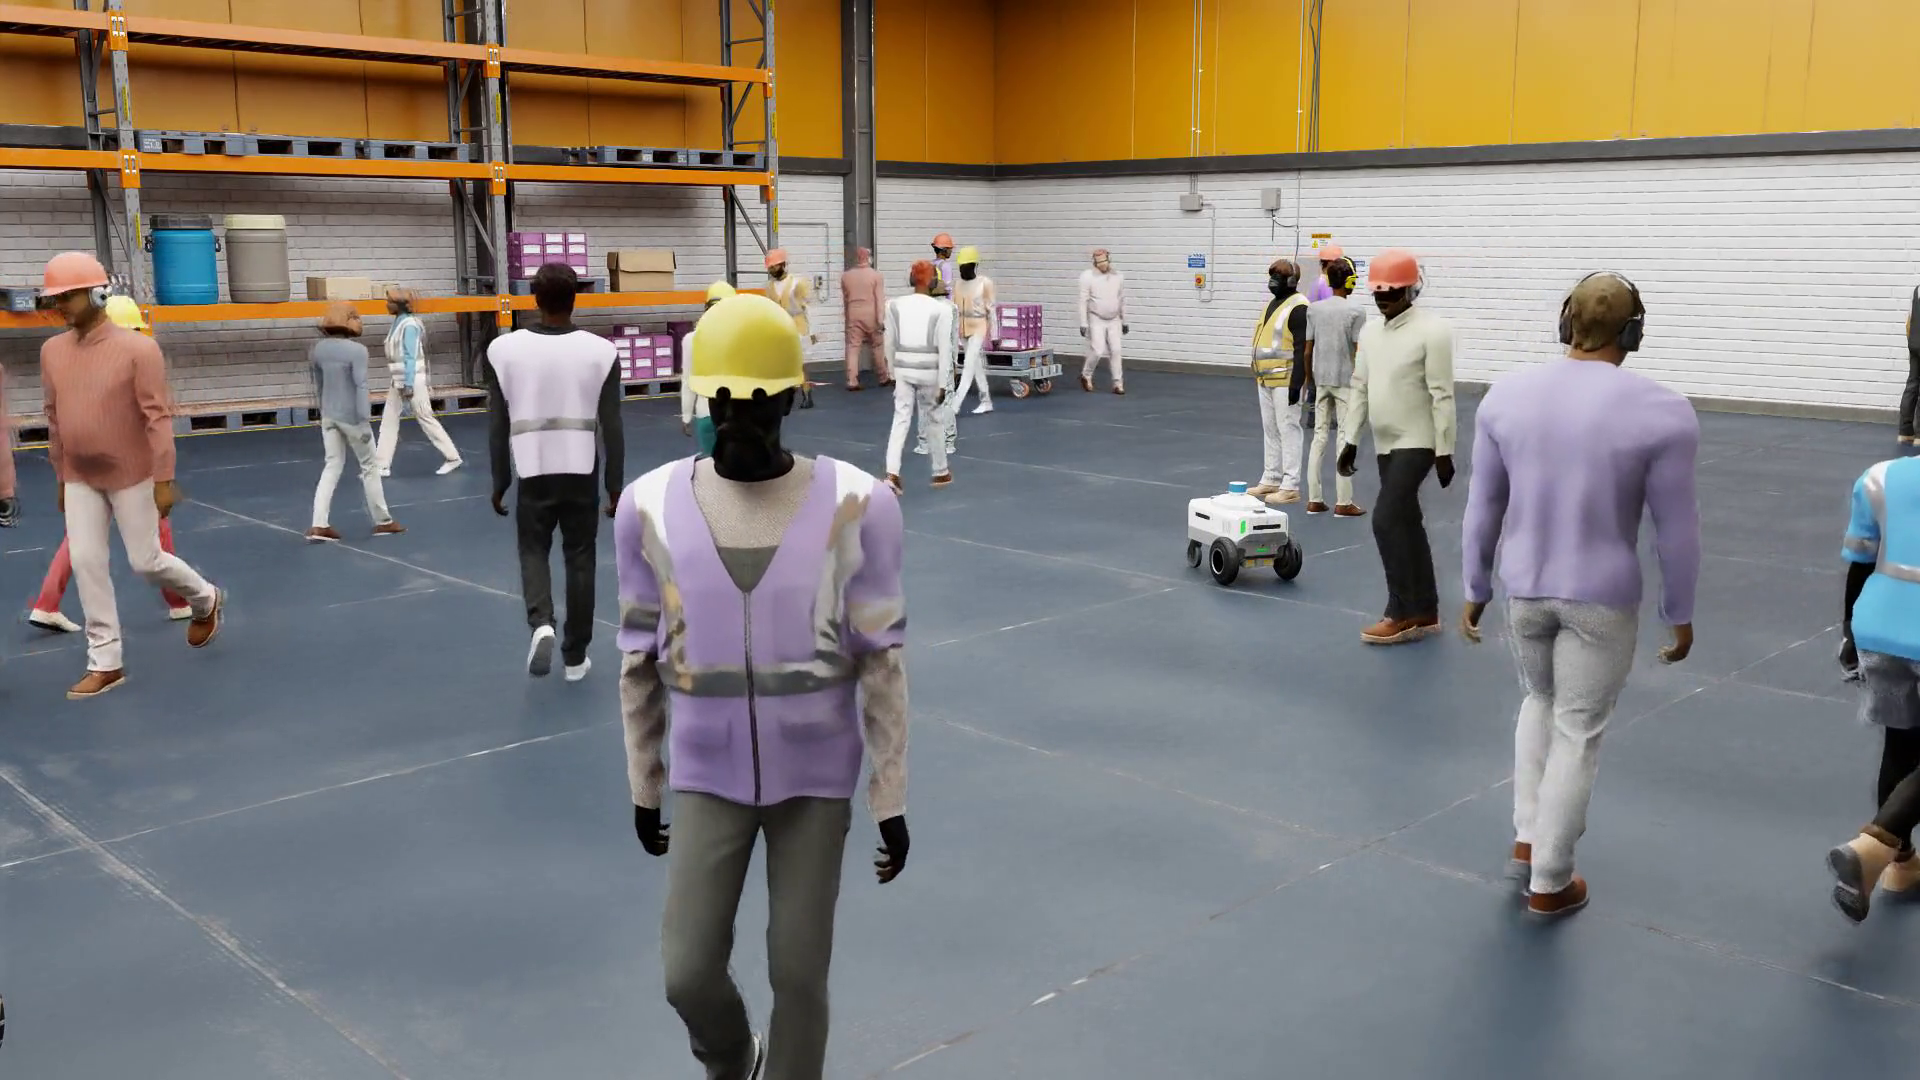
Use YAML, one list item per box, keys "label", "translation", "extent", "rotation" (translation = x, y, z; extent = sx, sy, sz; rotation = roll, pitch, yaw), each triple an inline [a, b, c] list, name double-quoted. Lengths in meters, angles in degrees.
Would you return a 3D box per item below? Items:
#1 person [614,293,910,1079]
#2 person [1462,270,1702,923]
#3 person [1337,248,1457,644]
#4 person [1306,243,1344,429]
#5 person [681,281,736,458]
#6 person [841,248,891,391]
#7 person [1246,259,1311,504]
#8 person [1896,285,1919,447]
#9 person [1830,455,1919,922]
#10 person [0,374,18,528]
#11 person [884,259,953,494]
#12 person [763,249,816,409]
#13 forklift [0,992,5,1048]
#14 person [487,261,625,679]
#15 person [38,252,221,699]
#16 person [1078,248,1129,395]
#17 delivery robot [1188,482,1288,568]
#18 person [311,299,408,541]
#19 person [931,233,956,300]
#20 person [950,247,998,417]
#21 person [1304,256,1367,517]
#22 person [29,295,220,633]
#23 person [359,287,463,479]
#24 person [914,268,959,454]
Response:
- label: "person"
  translation: [-0.393, 0.465, 3.359]
  extent: [0.599, 1.911, 0.421]
  rotation: [0, 10, 0]
- label: "person"
  translation: [1.855, 0.169, 4.959]
  extent: [0.663, 1.916, 0.578]
  rotation: [10, 14, 42]
- label: "person"
  translation: [2.157, -0.471, 8.342]
  extent: [0.696, 1.951, 0.606]
  rotation: [-3, 11, -17]
- label: "person"
  translation: [3.858, -2.131, 17.453]
  extent: [0.377, 1.933, 0.551]
  rotation: [1, 10, 6]
- label: "person"
  translation: [-1.559, -0.852, 11.076]
  extent: [0.552, 1.716, 0.920]
  rotation: [0, 10, -1]
- label: "person"
  translation: [-1.232, -2.901, 21.879]
  extent: [0.655, 1.846, 0.973]
  rotation: [4, 11, 22]
- label: "person"
  translation: [2.427, -1.205, 12.651]
  extent: [0.429, 1.846, 0.630]
  rotation: [-3, 11, -16]
- label: "person"
  translation: [9.287, -1.812, 15.958]
  extent: [0.330, 1.844, 0.520]
  rotation: [-1, 10, -4]
- label: "person"
  translation: [2.784, 0.309, 4.849]
  extent: [0.671, 1.670, 0.536]
  rotation: [-6, 12, -30]
- label: "person"
  translation: [-4.468, -0.209, 7.130]
  extent: [0.673, 1.876, 0.635]
  rotation: [6, 12, 28]
- label: "person"
  translation: [-0.344, -1.286, 13.131]
  extent: [0.588, 1.844, 0.983]
  rotation: [3, 11, 18]
- label: "person"
  translation: [-2.006, -2.410, 19.171]
  extent: [0.555, 1.855, 0.999]
  rotation: [6, 12, 29]
- label: "forklift"
  translation: [-3.245, 0.323, 3.363]
  extent: [2.313, 2.155, 1.214]
  rotation: [2, 11, 13]
- label: "person"
  translation: [-1.805, -0.289, 7.475]
  extent: [0.608, 1.908, 0.502]
  rotation: [-2, 11, -10]
- label: "person"
  translation: [-3.788, -0.320, 7.545]
  extent: [0.624, 1.962, 0.826]
  rotation: [2, 11, 10]
- label: "person"
  translation: [1.819, -2.801, 21.301]
  extent: [0.717, 1.868, 0.683]
  rotation: [-4, 11, -21]
- label: "delivery robot"
  translation: [1.650, -0.105, 9.913]
  extent: [0.477, 0.478, 0.707]
  rotation: [-4, 11, -19]
- label: "person"
  translation: [-4.082, -0.782, 11.070]
  extent: [0.515, 1.617, 0.726]
  rotation: [5, 12, 26]
- label: "person"
  translation: [-0.234, -3.099, 22.435]
  extent: [0.378, 2.044, 0.607]
  rotation: [-6, 12, -31]
- label: "person"
  translation: [0.057, -2.317, 18.609]
  extent: [0.616, 1.872, 0.981]
  rotation: [10, 14, 42]
- label: "person"
  translation: [2.722, -1.098, 11.998]
  extent: [0.526, 1.871, 0.324]
  rotation: [10, 14, 42]
- label: "person"
  translation: [-4.369, -0.385, 8.514]
  extent: [0.526, 1.722, 0.894]
  rotation: [8, 13, 37]
- label: "person"
  translation: [-4.611, -1.321, 13.946]
  extent: [0.839, 1.599, 0.525]
  rotation: [-7, 13, -34]
- label: "person"
  translation: [-0.250, -1.663, 15.445]
  extent: [0.484, 1.736, 0.308]
  rotation: [-2, 11, -11]
